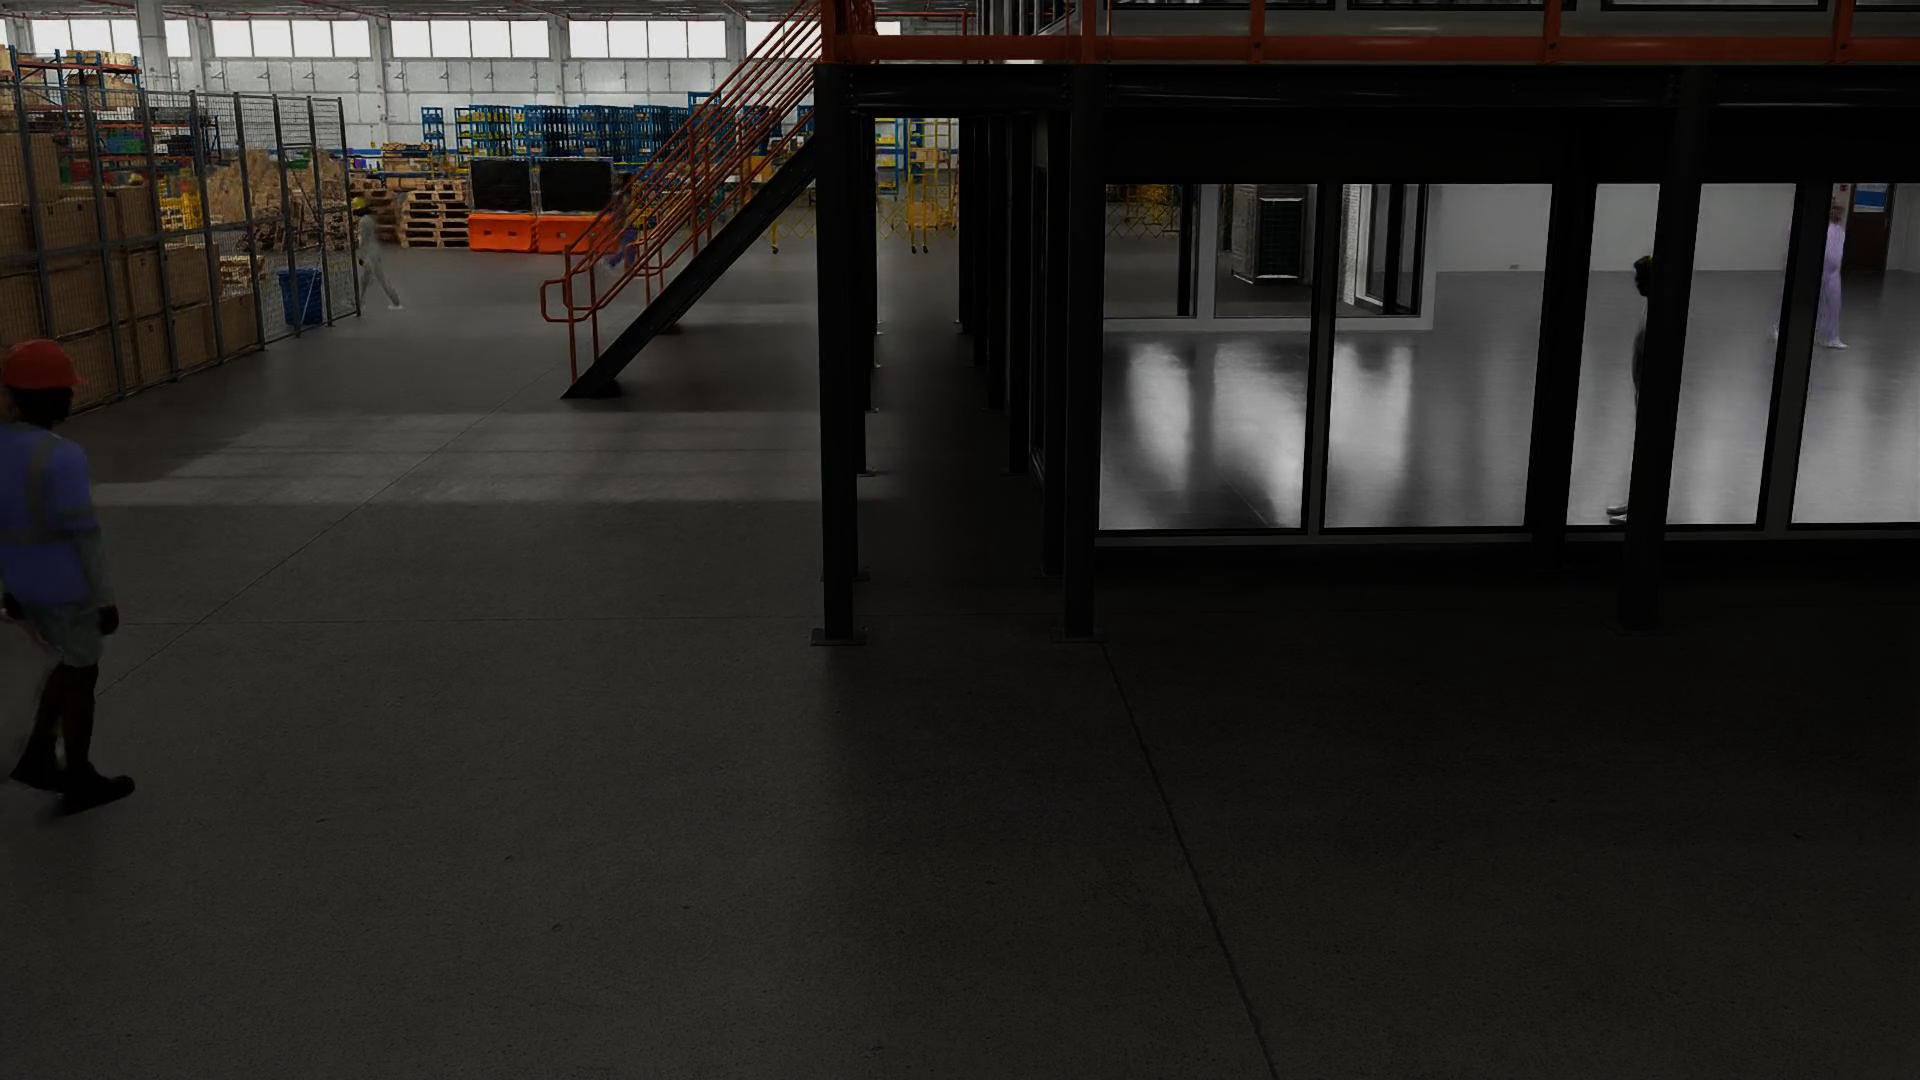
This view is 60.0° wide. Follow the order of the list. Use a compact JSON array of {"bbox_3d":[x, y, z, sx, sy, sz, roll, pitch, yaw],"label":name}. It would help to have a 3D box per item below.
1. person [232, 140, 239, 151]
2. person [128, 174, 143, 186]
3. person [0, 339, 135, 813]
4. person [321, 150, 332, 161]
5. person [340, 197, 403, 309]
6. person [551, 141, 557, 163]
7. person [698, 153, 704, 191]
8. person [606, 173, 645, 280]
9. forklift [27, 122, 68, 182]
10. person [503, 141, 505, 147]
[{"bbox_3d":[-38.370,-20.274,88.289,0.686,1.924,0.645,10,17,36],"label":"person"},{"bbox_3d":[-16.592,-6.512,33.652,0.379,1.759,0.541,-9,17,-33],"label":"person"},{"bbox_3d":[-3.586,0.157,6.649,0.564,1.918,0.405,7,16,27],"label":"person"},{"bbox_3d":[-22.978,-13.212,60.274,0.590,1.830,0.403,-3,14,-11],"label":"person"},{"bbox_3d":[-8.808,-4.250,24.759,0.923,1.668,0.539,-2,14,-8],"label":"person"},{"bbox_3d":[-20.379,-19.003,83.168,0.881,1.957,0.613,-7,16,-27],"label":"person"},{"bbox_3d":[-8.298,-11.261,52.380,0.864,1.874,0.642,0,14,1],"label":"person"},{"bbox_3d":[-5.965,-5.574,29.618,0.558,1.899,0.595,2,14,10],"label":"person"},{"bbox_3d":[-35.376,-14.773,64.377,1.129,2.768,1.873,-1,14,-2],"label":"forklift"},{"bbox_3d":[-24.339,-20.452,89.205,0.586,1.832,0.403,10,17,36],"label":"person"}]
